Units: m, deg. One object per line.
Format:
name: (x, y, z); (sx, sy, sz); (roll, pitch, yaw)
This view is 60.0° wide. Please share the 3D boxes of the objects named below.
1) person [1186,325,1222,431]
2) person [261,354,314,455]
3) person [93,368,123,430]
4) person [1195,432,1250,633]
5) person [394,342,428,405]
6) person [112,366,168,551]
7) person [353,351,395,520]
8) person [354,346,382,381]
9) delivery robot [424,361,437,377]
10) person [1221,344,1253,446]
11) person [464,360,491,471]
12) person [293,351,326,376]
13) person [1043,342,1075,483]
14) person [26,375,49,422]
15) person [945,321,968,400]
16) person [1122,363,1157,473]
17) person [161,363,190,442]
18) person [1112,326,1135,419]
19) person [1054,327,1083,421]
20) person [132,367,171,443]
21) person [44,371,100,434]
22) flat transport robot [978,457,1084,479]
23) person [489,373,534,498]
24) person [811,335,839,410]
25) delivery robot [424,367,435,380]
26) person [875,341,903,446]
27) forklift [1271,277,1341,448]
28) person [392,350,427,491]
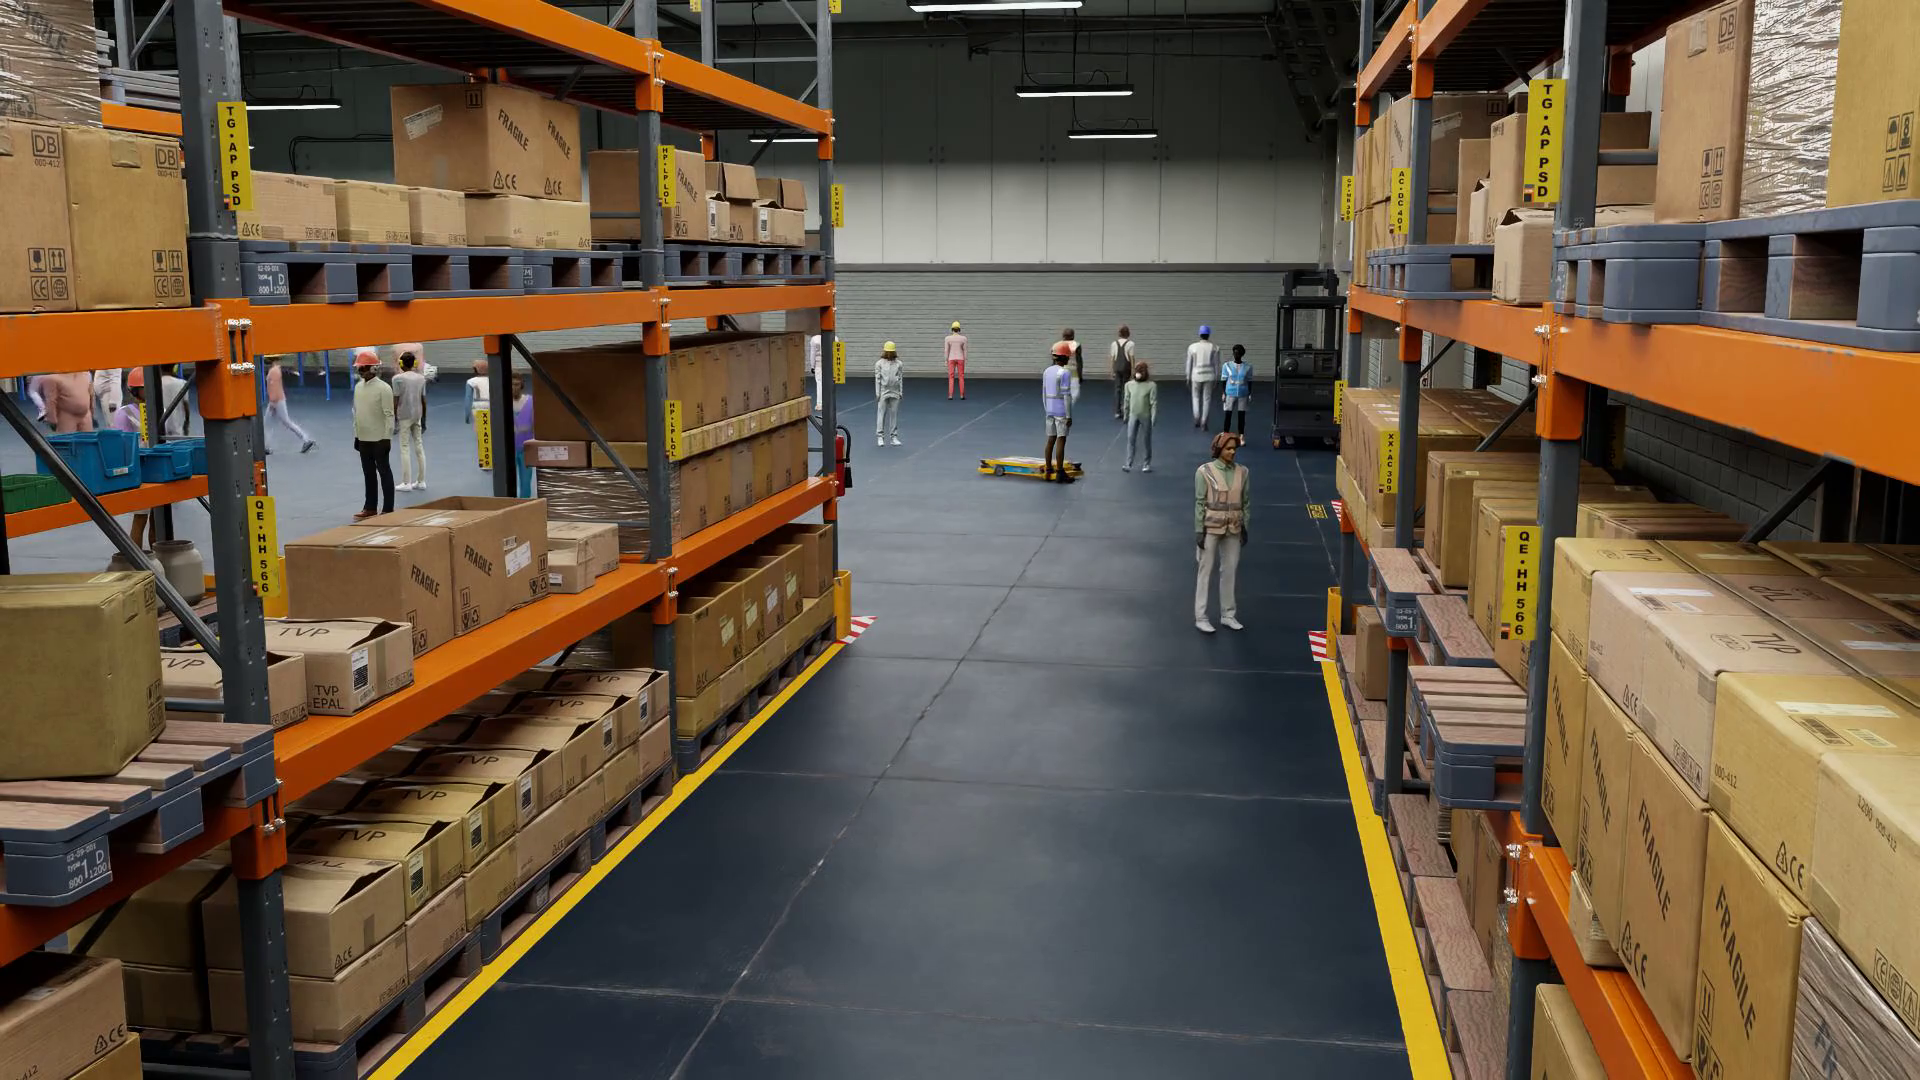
person: (4.491, -2.987, 30.586); (0.649, 1.926, 0.486); (2, 9, 11)
person: (-10.847, -2.232, 26.563); (0.881, 1.728, 0.528); (-5, 10, -26)
person: (-13.040, -2.145, 25.467); (0.400, 1.905, 0.644); (-6, 11, -34)
person: (2.120, -0.065, 13.488); (0.508, 1.629, 0.316); (-4, 10, -22)
person: (-10.315, -3.081, 31.274); (0.668, 1.892, 0.456); (3, 10, 20)
person: (-7.530, -0.593, 15.467); (0.375, 2.044, 0.605); (2, 9, 14)
person: (-6.858, -1.209, 19.417); (0.612, 1.995, 0.382); (5, 11, 29)
person: (-11.812, -3.362, 33.146); (0.442, 1.857, 0.529); (6, 11, 32)
delivery robot: (-14.149, -4.492, 43.936); (0.707, 0.478, 0.477); (6, 11, 34)
person: (4.629, -2.425, 27.825); (0.532, 1.697, 0.322); (0, 9, 1)
person: (-7.010, -1.836, 24.406); (0.554, 1.616, 0.518); (-7, 12, -38)
person: (-18.055, -5.456, 46.046); (1.015, 1.860, 0.619); (1, 9, 9)
person: (1.387, -1.771, 23.056); (0.375, 1.935, 0.551); (-6, 11, -33)
person: (-17.675, -3.208, 32.034); (0.419, 1.895, 0.678); (6, 11, 31)
person: (-0.088, -4.079, 37.823); (0.533, 1.768, 0.310); (-1, 9, -3)
person: (2.588, -1.760, 24.040); (0.543, 1.589, 0.843); (4, 10, 21)
person: (-10.189, -1.457, 21.422); (0.529, 1.841, 0.548); (-4, 10, -22)
person: (3.243, -3.331, 33.016); (0.523, 1.828, 0.458); (5, 10, 27)
person: (2.080, -3.179, 32.066); (0.646, 1.831, 0.492); (7, 11, 36)
person: (-13.201, -2.464, 27.317); (0.638, 1.938, 1.025); (3, 10, 20)
person: (-12.055, -1.669, 22.583); (0.502, 1.894, 0.659); (5, 10, 28)
flat transport robot: (1.009, -1.044, 23.832); (1.431, 0.197, 0.652); (8, 12, 39)
person: (-4.931, -0.971, 18.580); (0.580, 1.790, 0.989); (-4, 10, -22)
person: (-2.847, -3.663, 35.023); (0.627, 1.844, 0.429); (-3, 10, -17)
delivery robot: (-13.887, -4.314, 42.837); (0.707, 0.478, 0.477); (4, 10, 25)
person: (-1.178, -2.457, 27.890); (0.489, 1.741, 0.321); (-4, 10, -22)
forklift: (5.847, -3.016, 27.970); (1.129, 2.768, 1.873); (1, 9, 9)
person: (-7.378, -1.599, 22.239); (0.324, 1.865, 0.539); (8, 12, 39)
